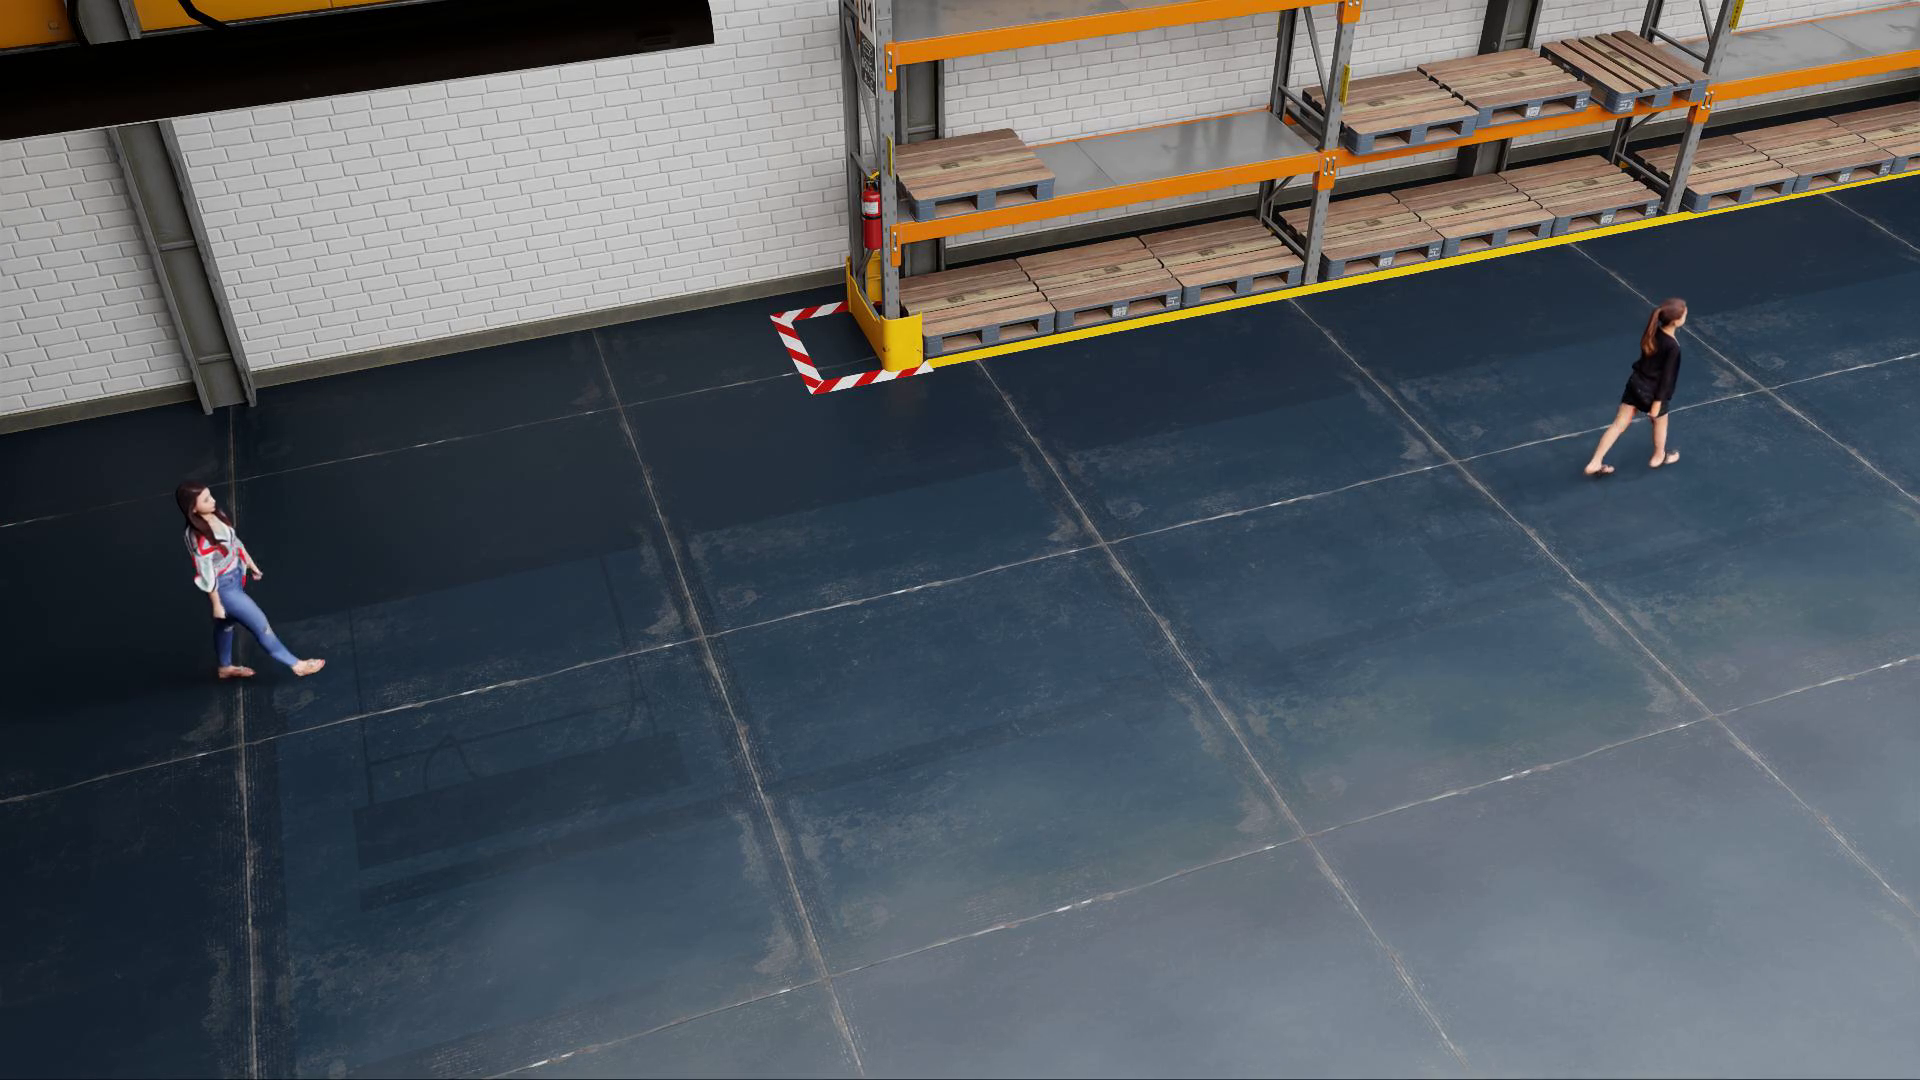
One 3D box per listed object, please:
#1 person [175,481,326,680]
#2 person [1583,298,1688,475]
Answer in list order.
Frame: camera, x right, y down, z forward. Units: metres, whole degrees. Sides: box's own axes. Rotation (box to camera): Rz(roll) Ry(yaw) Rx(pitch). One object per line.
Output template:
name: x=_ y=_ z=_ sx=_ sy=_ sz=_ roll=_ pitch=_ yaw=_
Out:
person: x=-4.762 y=0.298 z=10.599 sx=1.022 sy=1.586 sz=0.756 roll=-5 pitch=39 yaw=-6
person: x=5.064 y=-1.103 z=12.410 sx=1.029 sy=1.515 sz=0.561 roll=-11 pitch=40 yaw=-14
